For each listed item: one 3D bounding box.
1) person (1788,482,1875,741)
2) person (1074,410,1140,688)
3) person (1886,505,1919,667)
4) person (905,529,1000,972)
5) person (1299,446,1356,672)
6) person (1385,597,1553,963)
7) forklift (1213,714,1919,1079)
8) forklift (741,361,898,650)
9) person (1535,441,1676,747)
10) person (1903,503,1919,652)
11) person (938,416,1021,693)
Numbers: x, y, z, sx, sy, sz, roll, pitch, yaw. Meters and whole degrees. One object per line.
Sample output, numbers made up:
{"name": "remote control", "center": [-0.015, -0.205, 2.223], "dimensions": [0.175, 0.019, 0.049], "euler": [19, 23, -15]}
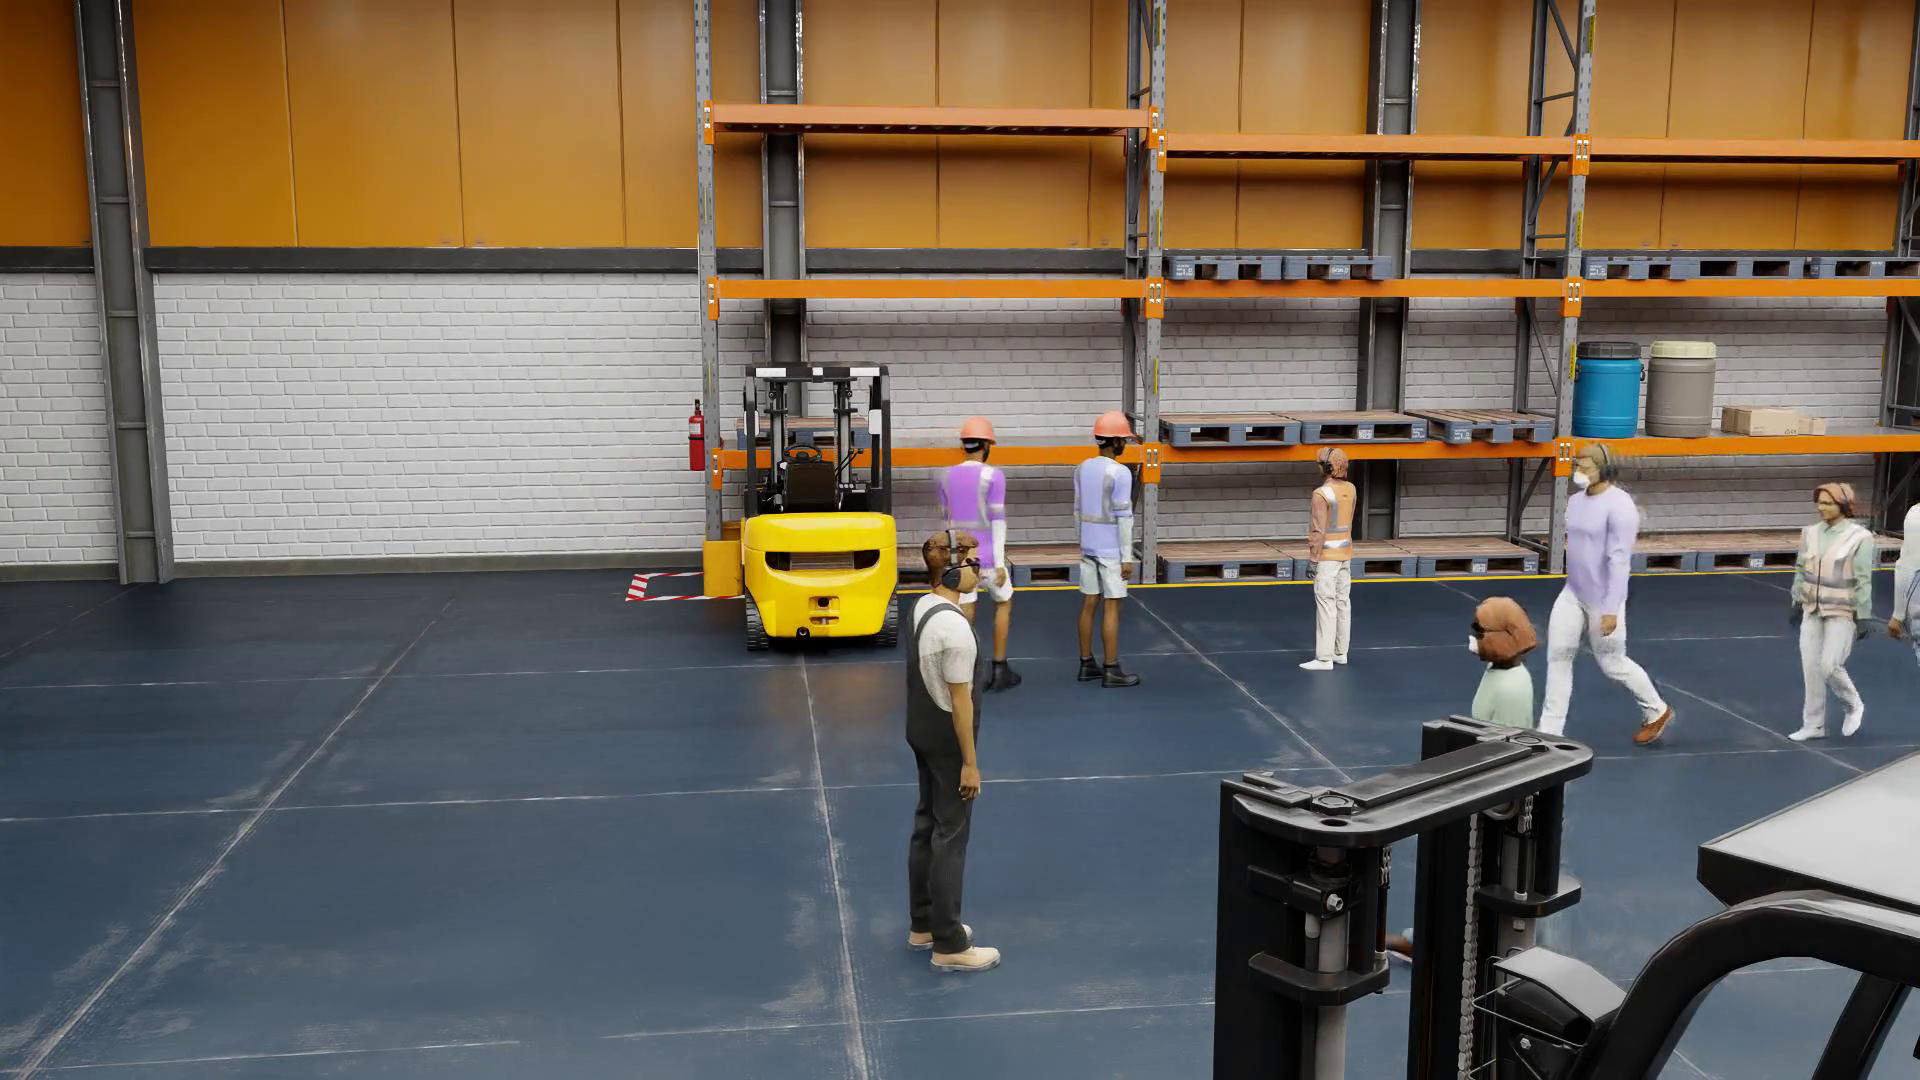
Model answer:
{"name": "person", "center": [5.335, 0.450, 10.197], "dimensions": [0.398, 1.623, 0.533], "euler": [-3, 10, -20]}
{"name": "person", "center": [1.033, 0.061, 11.663], "dimensions": [0.379, 1.938, 0.547], "euler": [-6, 11, -35]}
{"name": "person", "center": [5.640, 0.438, 9.480], "dimensions": [0.679, 1.888, 0.763], "euler": [-2, 9, -11]}
{"name": "person", "center": [-0.049, 0.865, 6.926], "dimensions": [0.332, 1.844, 0.516], "euler": [-4, 10, -22]}
{"name": "person", "center": [2.697, 0.138, 12.107], "dimensions": [0.308, 1.641, 0.514], "euler": [8, 12, 40]}
{"name": "person", "center": [2.066, 1.023, 6.708], "dimensions": [0.757, 1.599, 0.524], "euler": [1, 9, 8]}
{"name": "forklift", "center": [1.441, 1.425, 2.350], "dimensions": [1.214, 2.155, 2.313], "euler": [-7, 12, -39]}
{"name": "forklift", "center": [-1.154, -0.340, 13.365], "dimensions": [1.214, 2.155, 2.313], "euler": [-1, 9, -7]}
{"name": "person", "center": [3.878, 0.347, 10.007], "dimensions": [0.953, 1.911, 0.625], "euler": [-3, 9, -15]}
{"name": "person", "center": [5.270, 0.558, 8.896], "dimensions": [0.404, 1.829, 0.591], "euler": [2, 9, 14]}
{"name": "person", "center": [0.153, 0.104, 11.487], "dimensions": [0.572, 1.901, 0.714], "euler": [6, 11, 35]}
